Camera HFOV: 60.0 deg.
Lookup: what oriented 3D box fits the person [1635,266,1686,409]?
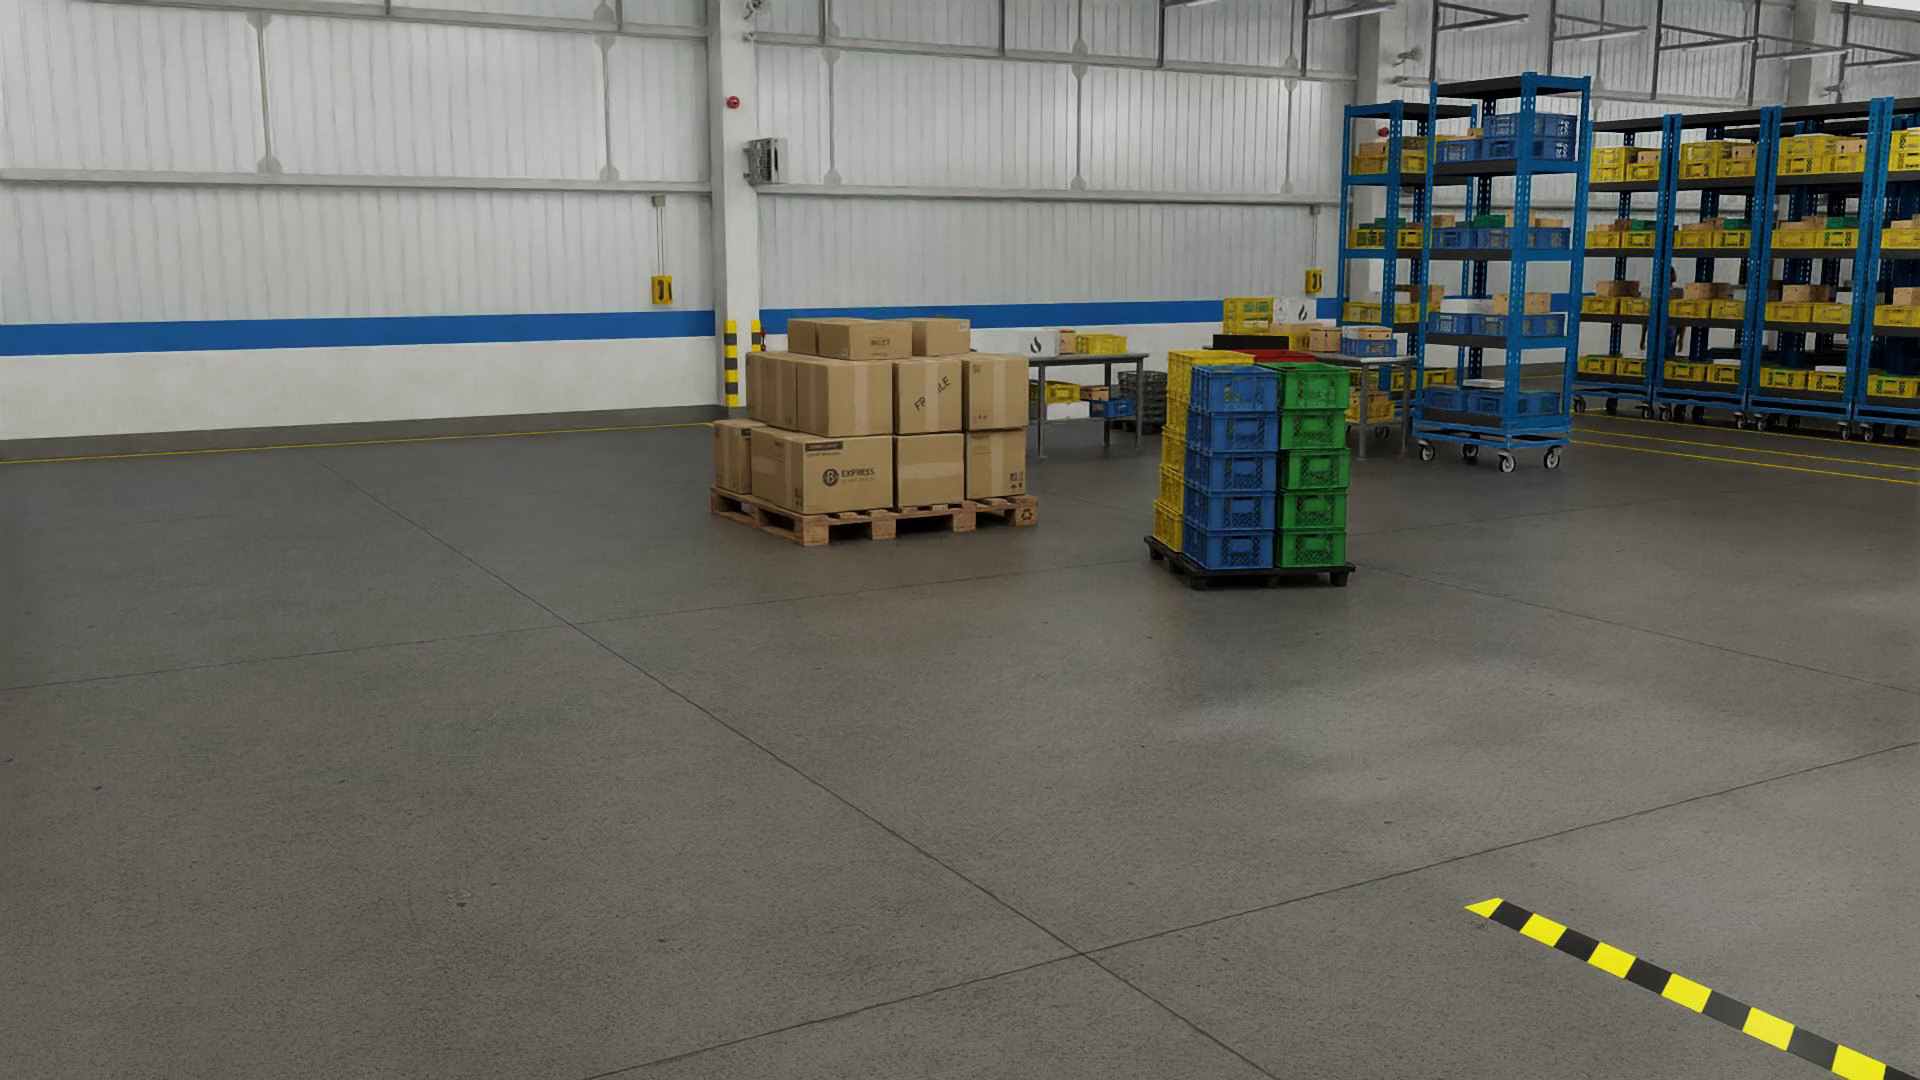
[{"bbox_3d":[8.964,-2.574,21.198,0.389,1.839,0.563,-9,14,-43],"label":"person"}]
